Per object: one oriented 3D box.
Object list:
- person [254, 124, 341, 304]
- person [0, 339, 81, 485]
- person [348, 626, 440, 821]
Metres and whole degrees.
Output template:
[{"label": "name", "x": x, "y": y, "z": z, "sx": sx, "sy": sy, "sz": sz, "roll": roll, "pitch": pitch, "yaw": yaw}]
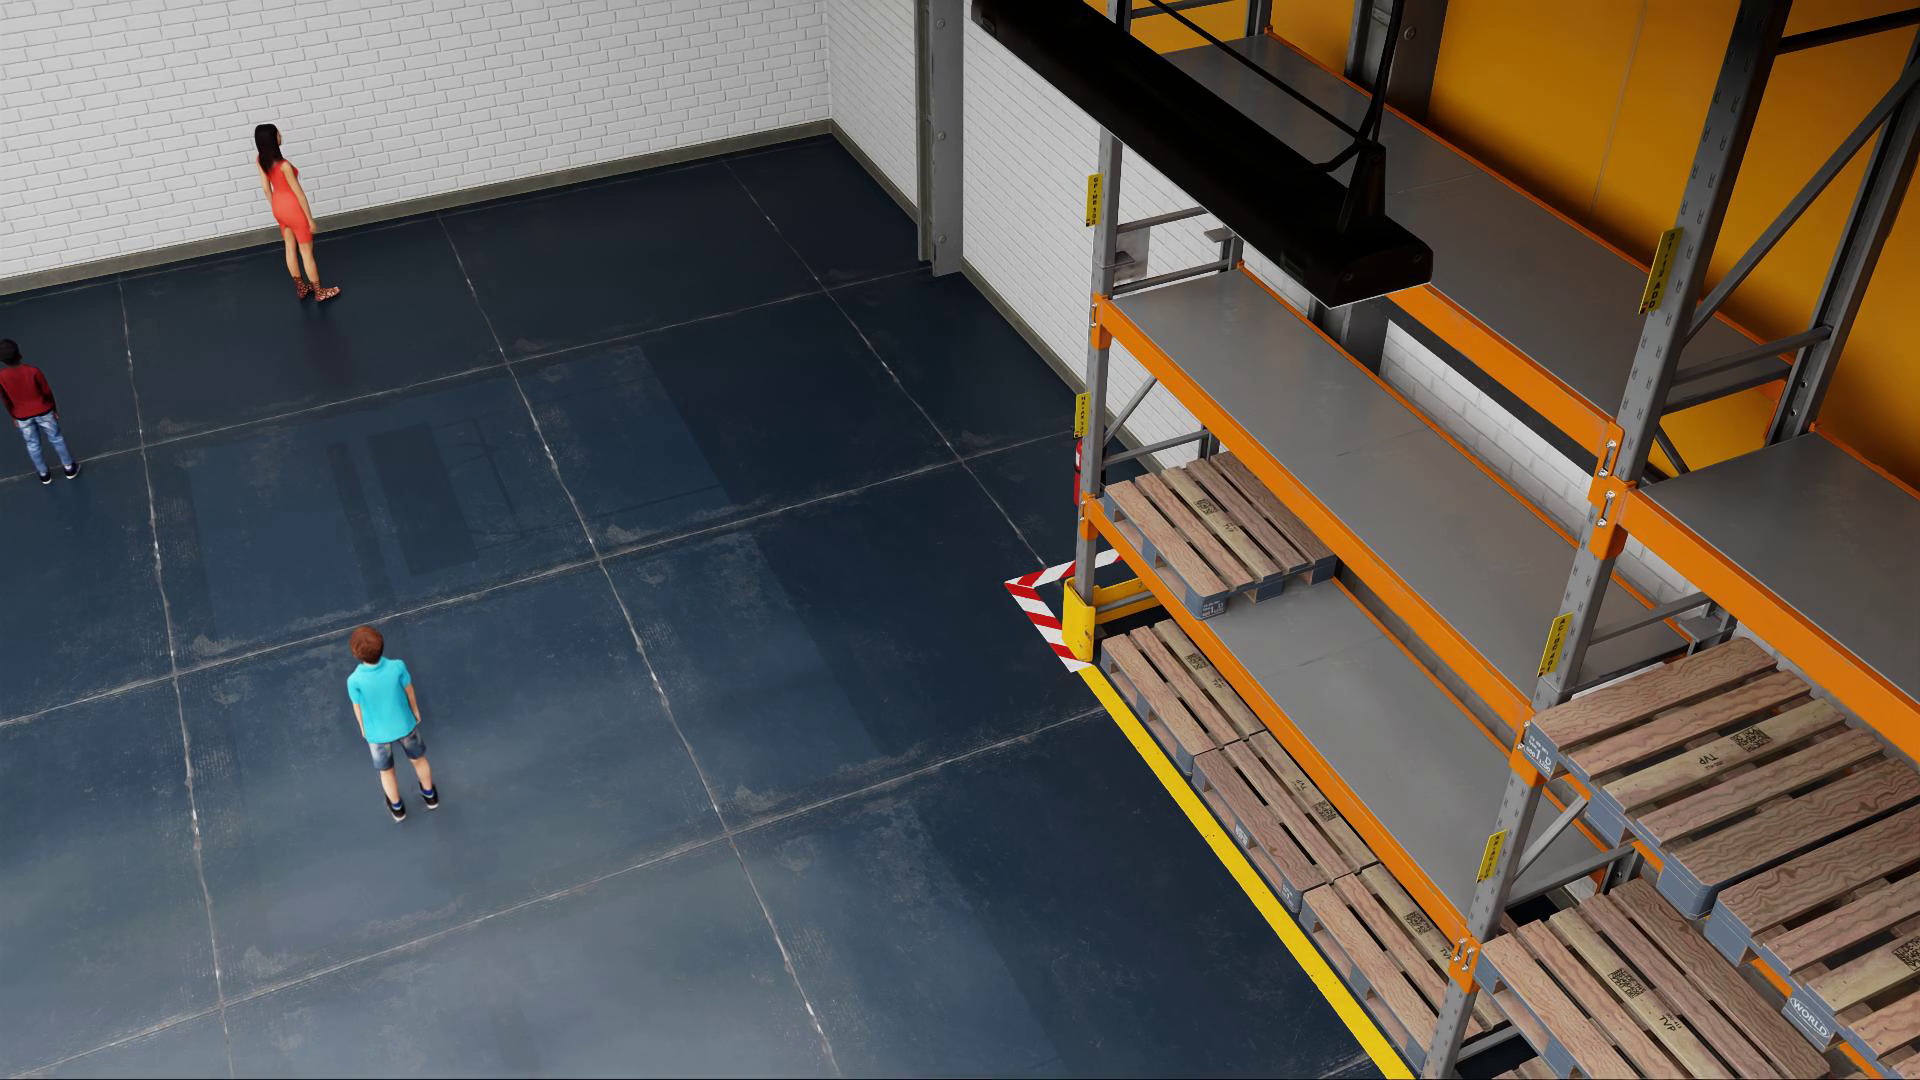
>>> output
[{"label": "person", "x": -6.023, "y": -2.939, "z": 14.968, "sx": 0.652, "sy": 1.719, "sz": 0.729, "roll": 17, "pitch": 42, "yaw": 20}, {"label": "person", "x": -7.205, "y": -1.001, "z": 12.914, "sx": 0.485, "sy": 1.254, "sz": 0.474, "roll": -16, "pitch": 41, "yaw": -19}, {"label": "person", "x": -3.467, "y": 1.112, "z": 10.113, "sx": 0.538, "sy": 1.447, "sz": 0.519, "roll": -22, "pitch": 44, "yaw": -25}]
